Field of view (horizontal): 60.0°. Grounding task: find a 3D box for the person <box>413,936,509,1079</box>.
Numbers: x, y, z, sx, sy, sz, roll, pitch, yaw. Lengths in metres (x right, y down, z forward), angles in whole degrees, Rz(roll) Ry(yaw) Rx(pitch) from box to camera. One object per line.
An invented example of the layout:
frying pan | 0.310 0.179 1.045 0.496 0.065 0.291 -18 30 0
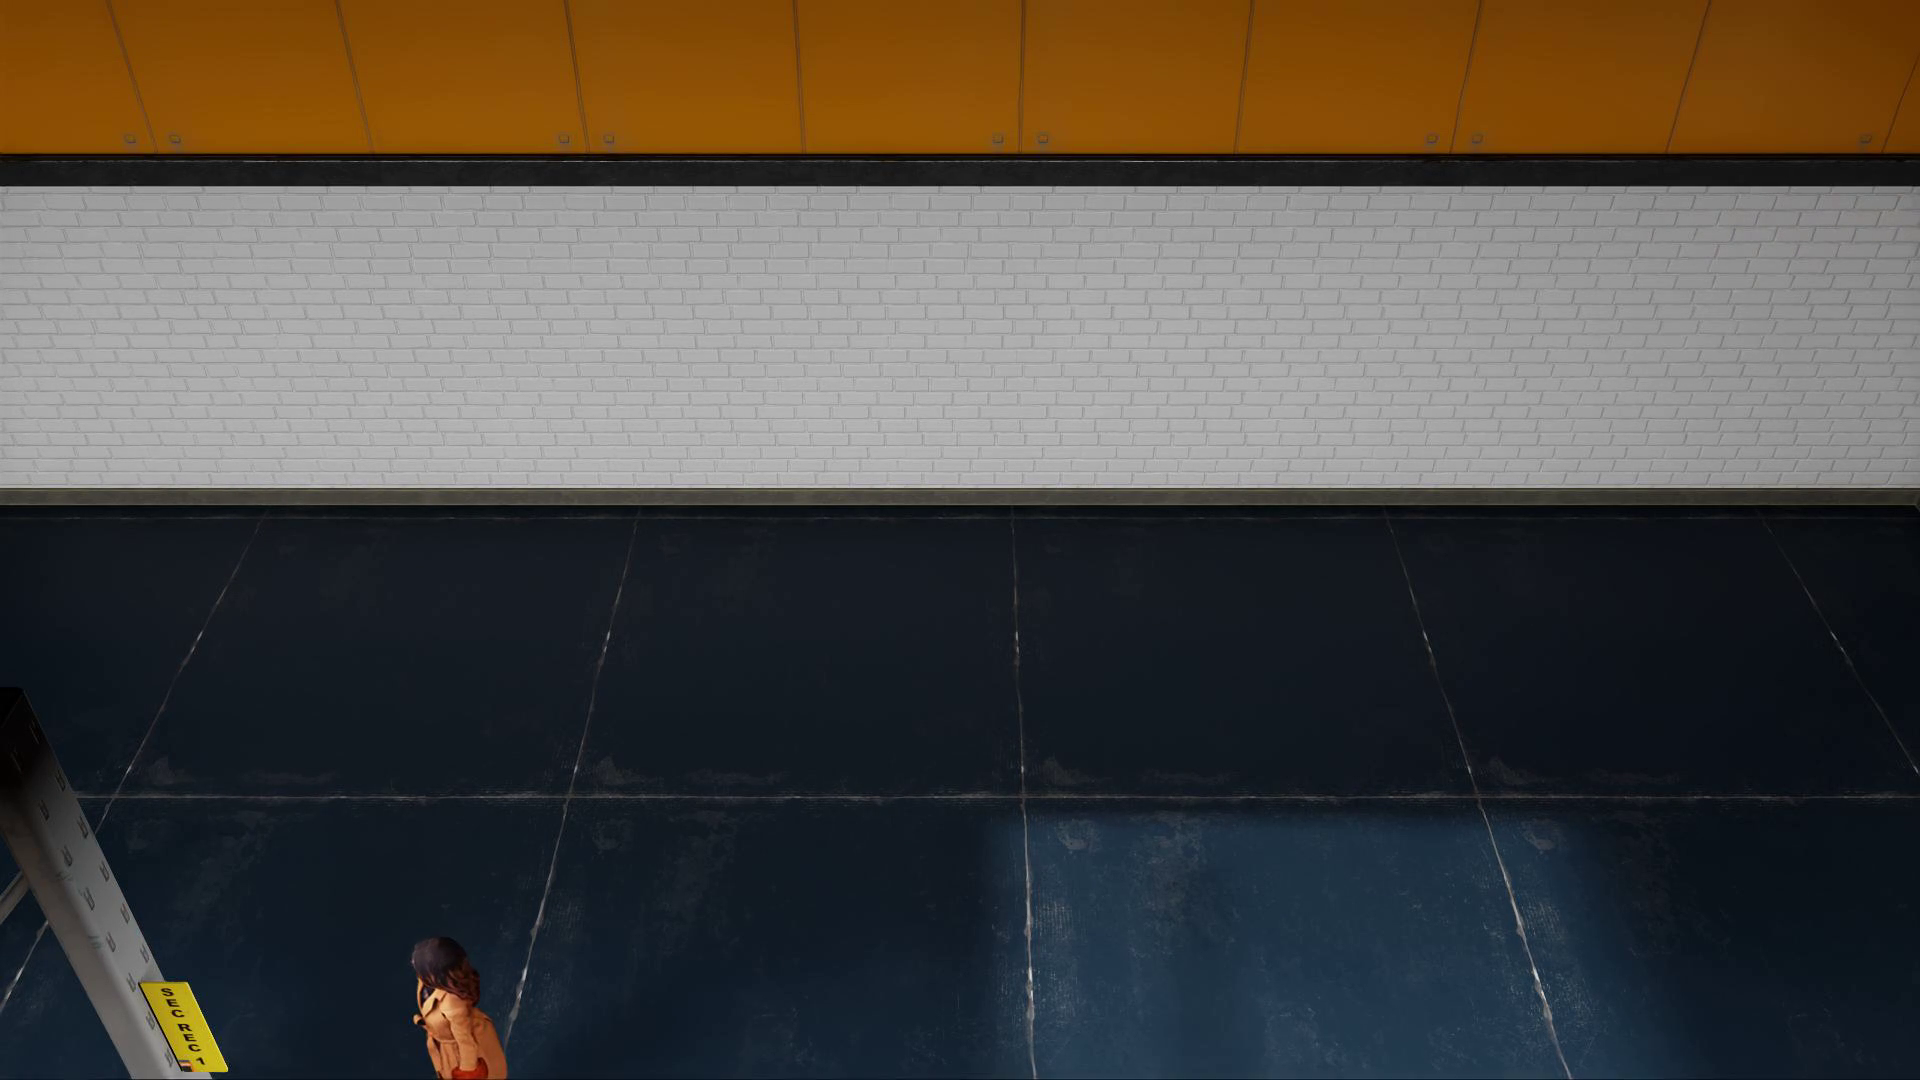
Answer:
person | -2.521 2.580 8.473 0.825 1.722 0.694 -17 42 -20
